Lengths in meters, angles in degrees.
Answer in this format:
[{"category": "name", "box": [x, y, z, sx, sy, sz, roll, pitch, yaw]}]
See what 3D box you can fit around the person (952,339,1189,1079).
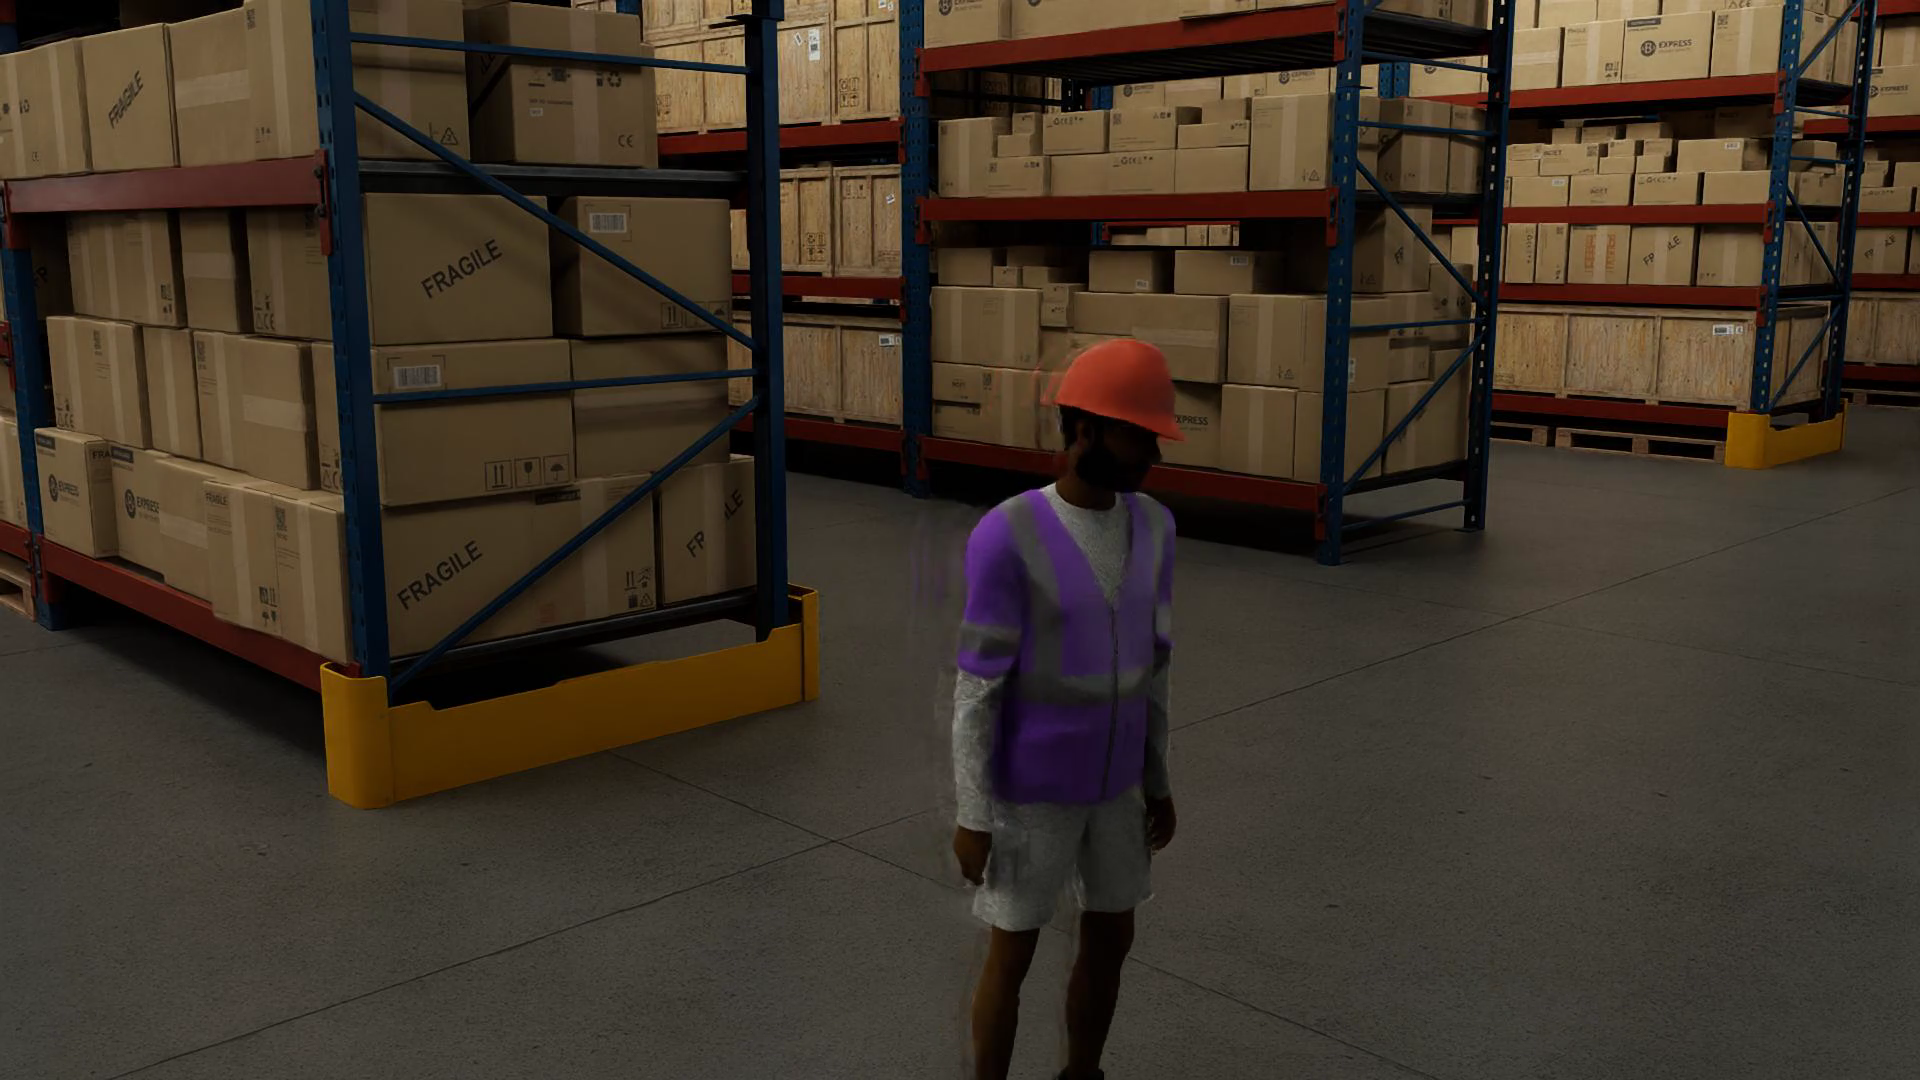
[{"category": "person", "box": [0.203, 0.536, 3.634, 0.693, 1.919, 0.377, -7, 12, -33]}]
